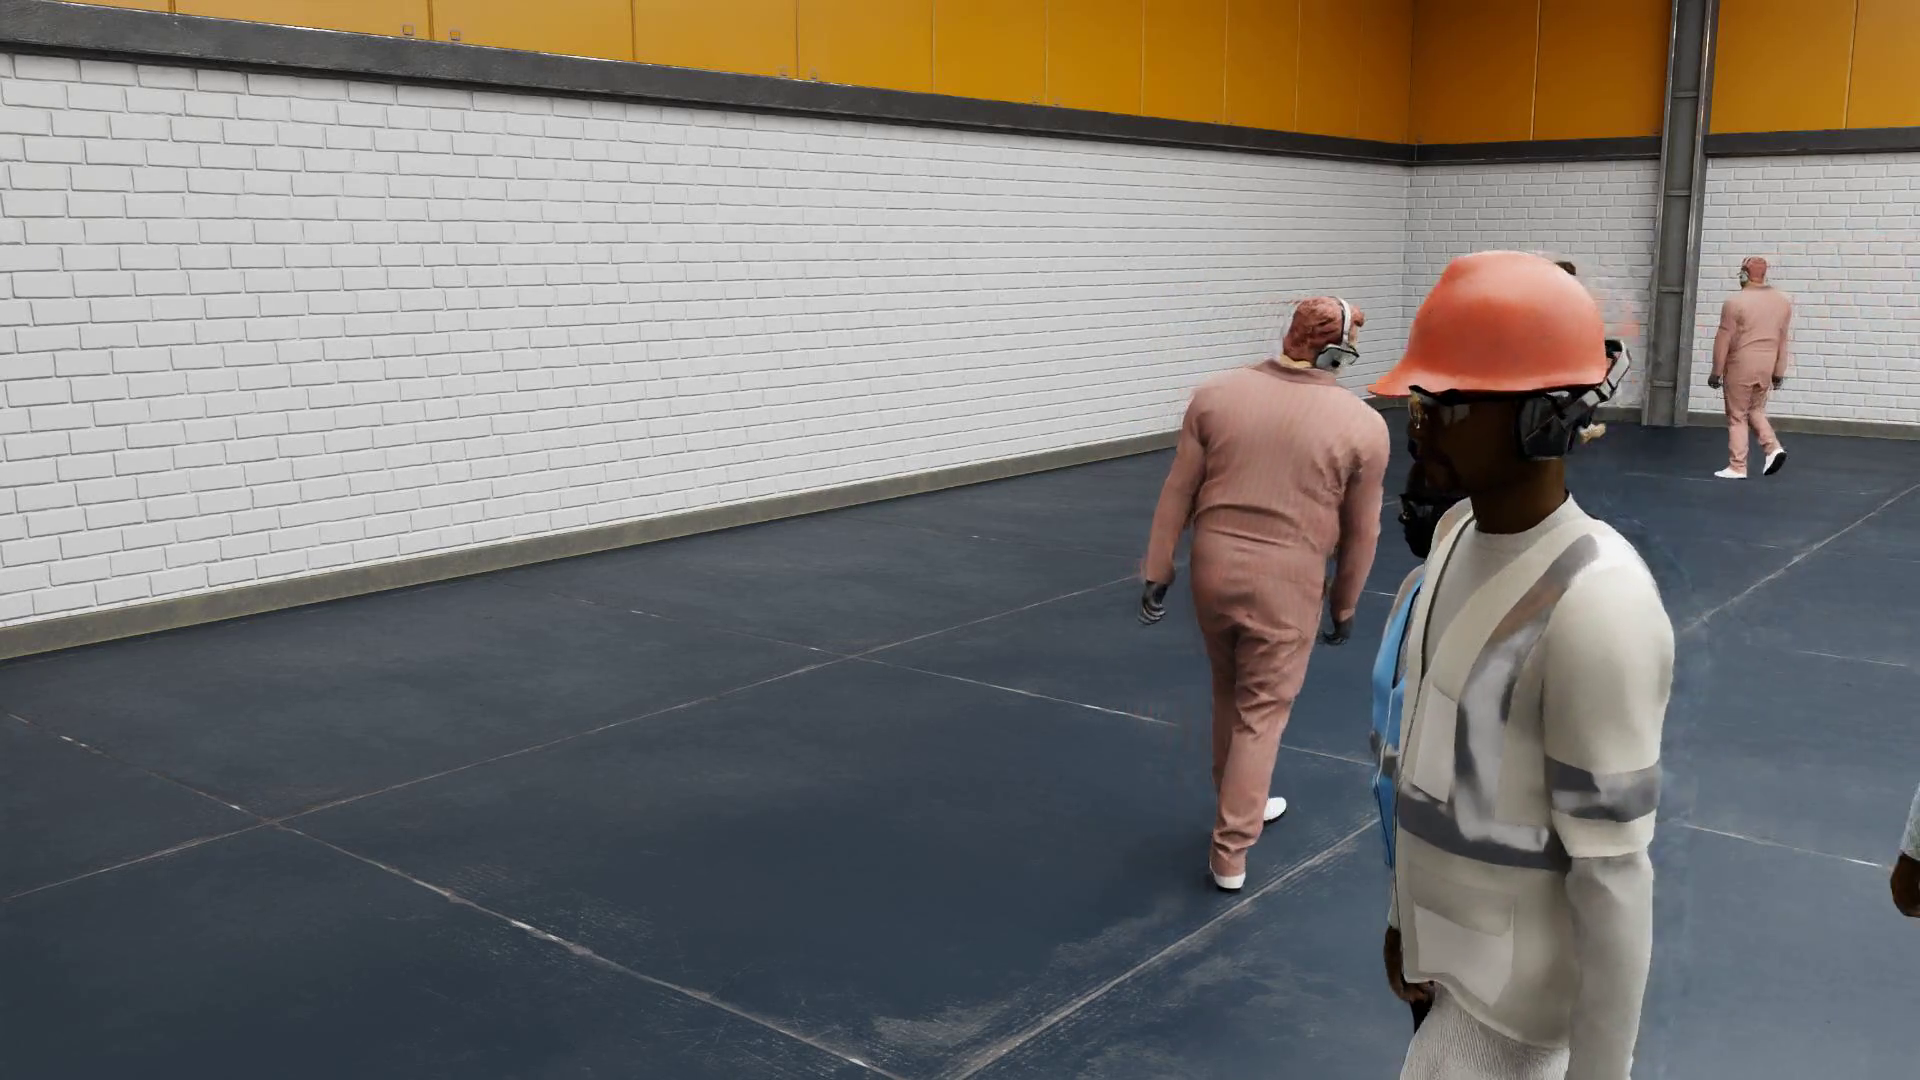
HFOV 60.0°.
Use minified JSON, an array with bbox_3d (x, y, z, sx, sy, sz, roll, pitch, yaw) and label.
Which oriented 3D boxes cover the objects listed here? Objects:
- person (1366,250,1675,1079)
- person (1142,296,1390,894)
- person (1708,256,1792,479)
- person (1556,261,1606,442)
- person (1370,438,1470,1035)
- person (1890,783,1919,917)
[{"bbox_3d":[0.879,0.594,2.435,0.929,2.020,0.620,0,10,2],"label":"person"},{"bbox_3d":[1.006,0.155,5.326,0.722,1.852,0.784,6,12,31],"label":"person"},{"bbox_3d":[6.668,-1.436,14.035,0.643,1.888,0.474,-4,11,-19],"label":"person"},{"bbox_3d":[6.031,-1.857,16.564,0.901,1.802,0.654,-3,11,-17],"label":"person"},{"bbox_3d":[0.951,0.610,3.203,0.322,1.696,0.536,-1,10,-7],"label":"person"},{"bbox_3d":[1.839,0.569,2.876,0.915,1.889,0.584,-2,10,-9],"label":"person"}]
